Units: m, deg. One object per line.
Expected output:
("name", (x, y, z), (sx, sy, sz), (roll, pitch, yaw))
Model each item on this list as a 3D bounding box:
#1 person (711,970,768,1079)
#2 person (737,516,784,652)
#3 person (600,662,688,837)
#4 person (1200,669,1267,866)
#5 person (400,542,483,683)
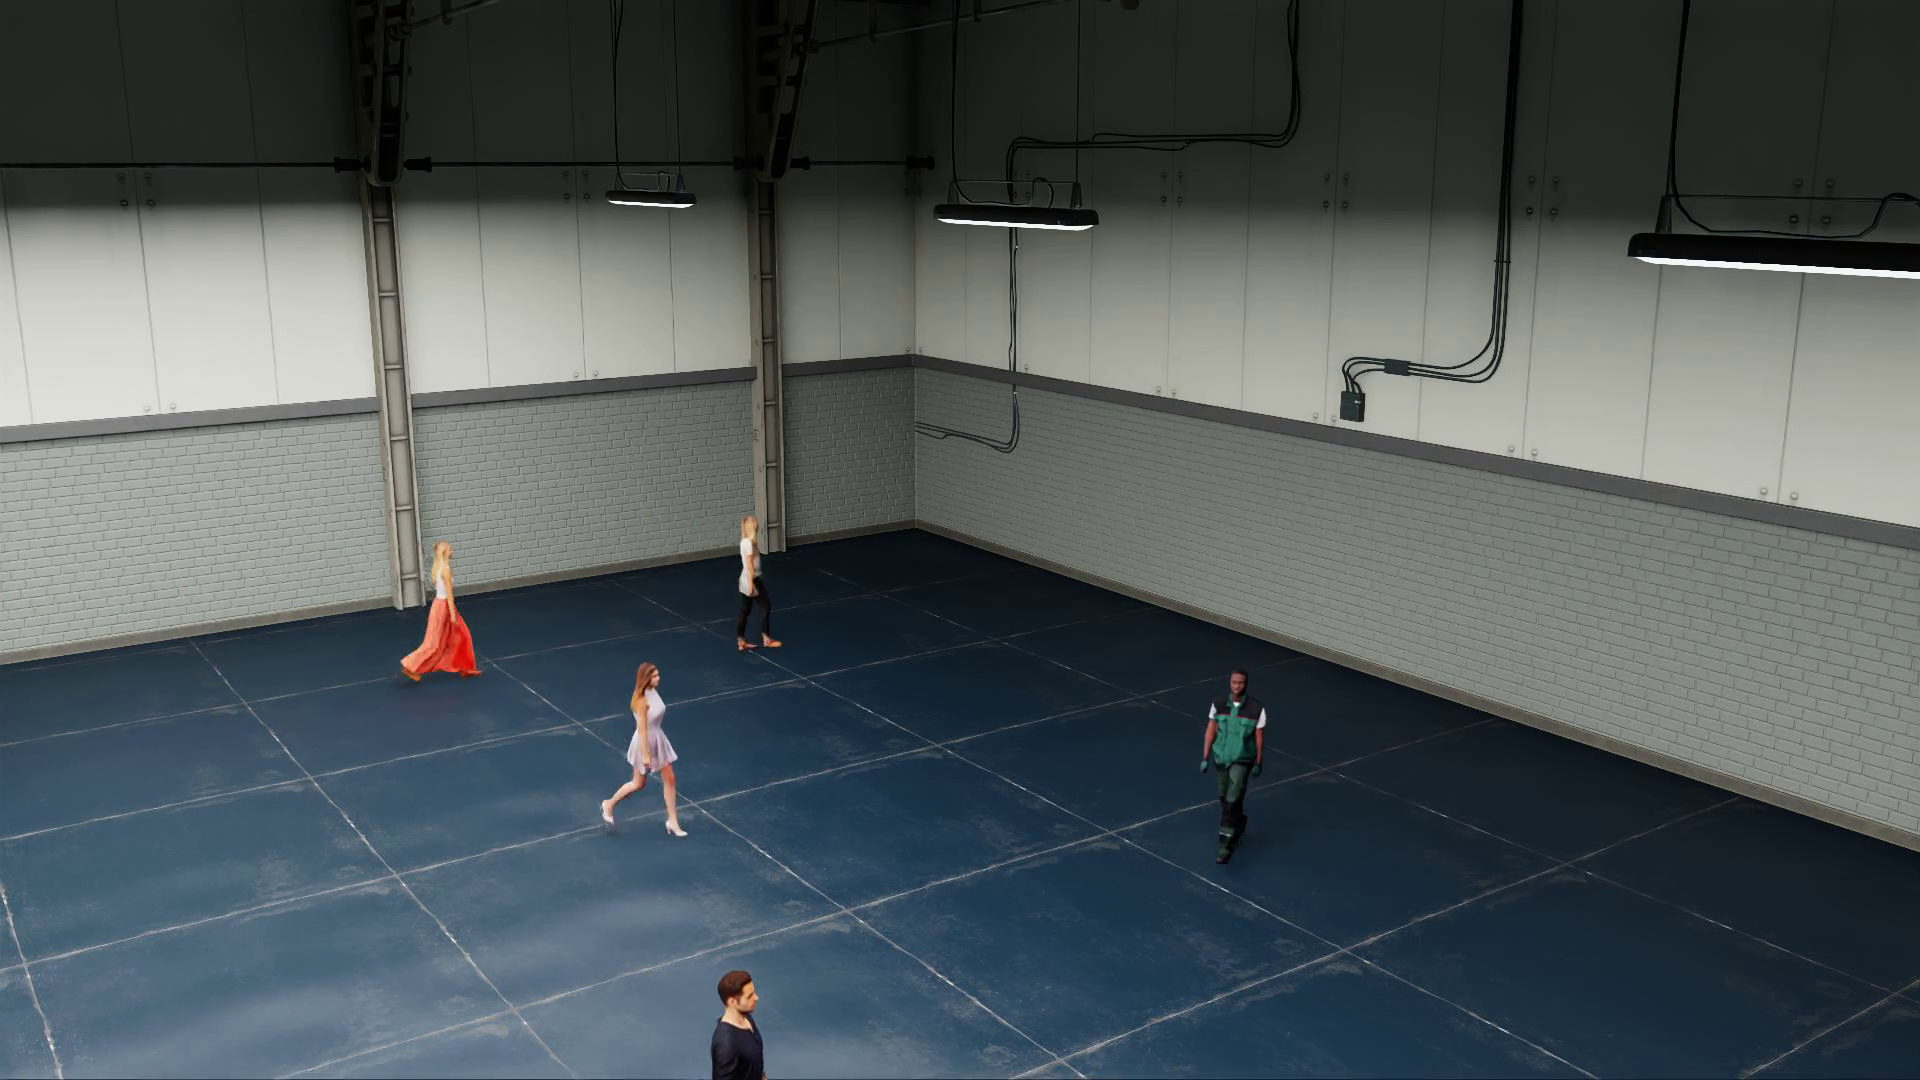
("person", (-1.411, 3.396, 9.784), (1.215, 1.817, 1.073), (0, 13, 1))
("person", (-2.852, 0.594, 21.900), (0.856, 1.810, 0.679), (-6, 14, -25))
("person", (-3.065, 2.023, 15.896), (1.071, 1.735, 1.086), (4, 14, 16))
("person", (2.573, 2.067, 15.576), (1.064, 1.793, 1.301), (6, 15, 26))
("person", (-6.490, 0.929, 20.554), (1.238, 1.764, 0.780), (-5, 14, -22))
